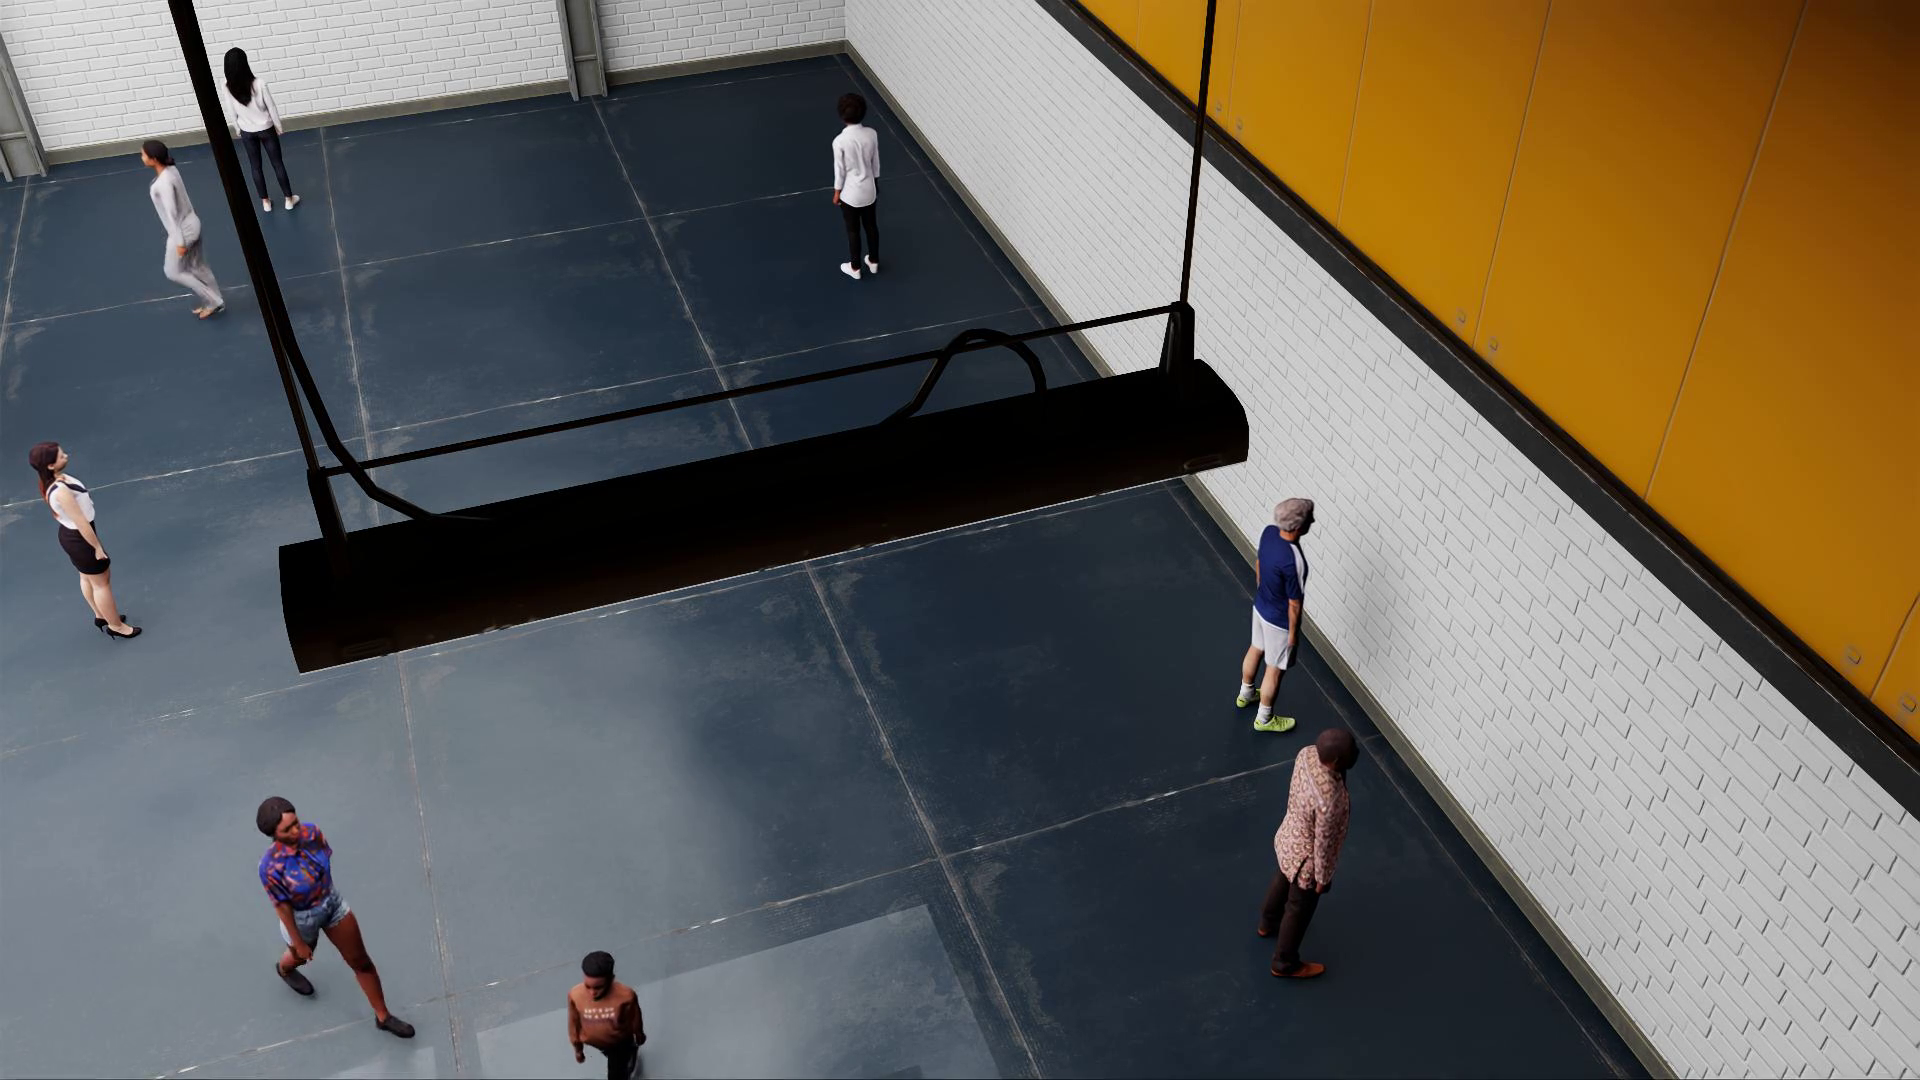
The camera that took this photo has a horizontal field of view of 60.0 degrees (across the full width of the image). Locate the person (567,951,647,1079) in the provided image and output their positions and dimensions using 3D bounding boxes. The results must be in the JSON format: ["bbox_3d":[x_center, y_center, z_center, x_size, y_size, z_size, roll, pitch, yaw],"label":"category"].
[{"bbox_3d":[-1.821,2.530,8.699,0.924,1.233,0.843,4,39,5],"label":"person"}]

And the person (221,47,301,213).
[{"bbox_3d":[-7.032,-4.106,16.634,0.560,1.700,0.718,-5,39,-7],"label":"person"}]

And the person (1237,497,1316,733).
[{"bbox_3d":[2.062,0.462,10.805,0.533,1.837,0.636,-12,40,-14],"label":"person"}]

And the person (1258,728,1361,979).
[{"bbox_3d":[1.922,1.719,9.260,0.687,1.801,0.740,-3,39,-4],"label":"person"}]

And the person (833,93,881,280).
[{"bbox_3d":[-0.951,-3.301,15.539,0.553,1.809,0.728,-20,43,-24],"label":"person"}]

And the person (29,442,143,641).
[{"bbox_3d":[-6.085,0.009,11.523,0.628,1.649,0.640,30,47,32],"label":"person"}]

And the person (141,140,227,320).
[{"bbox_3d":[-6.909,-2.787,14.964,0.663,1.724,0.689,-8,39,-10],"label":"person"}]

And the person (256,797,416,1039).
[{"bbox_3d":[-3.558,2.018,8.966,1.174,1.699,1.149,18,42,21],"label":"person"}]
